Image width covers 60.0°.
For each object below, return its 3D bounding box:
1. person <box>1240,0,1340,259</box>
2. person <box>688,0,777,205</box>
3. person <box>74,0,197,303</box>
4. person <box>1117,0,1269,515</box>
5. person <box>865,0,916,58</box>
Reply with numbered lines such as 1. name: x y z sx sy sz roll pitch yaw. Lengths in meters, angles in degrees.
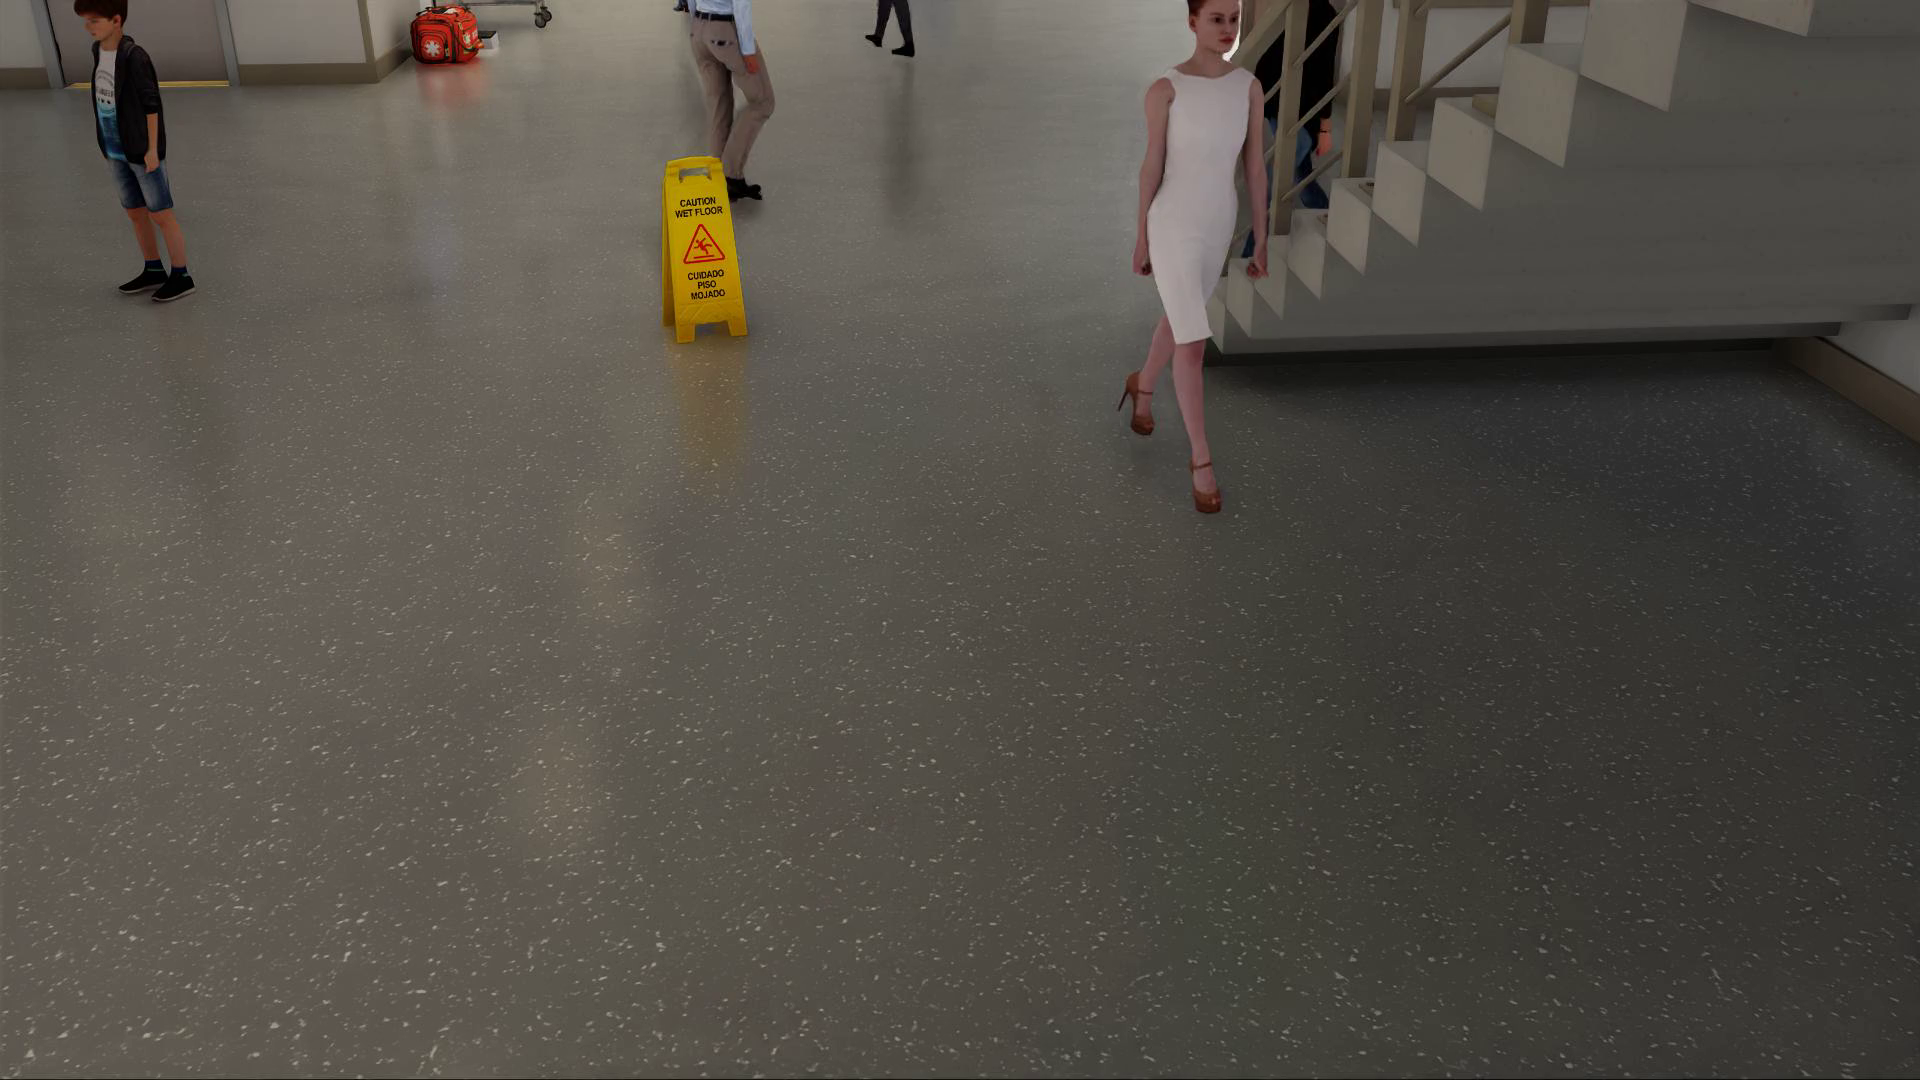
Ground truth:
1. person: 1.647 -2.003 7.904 0.916 1.607 1.083 -13 29 -26
2. person: -1.355 -2.743 9.178 0.799 1.832 0.855 20 32 35
3. person: -3.866 -1.857 7.780 0.625 1.451 0.666 14 29 27
4. person: 0.762 -1.023 5.712 0.750 1.745 1.131 -9 27 -17
5. person: -0.504 -4.859 13.660 1.034 1.751 0.935 23 34 39
